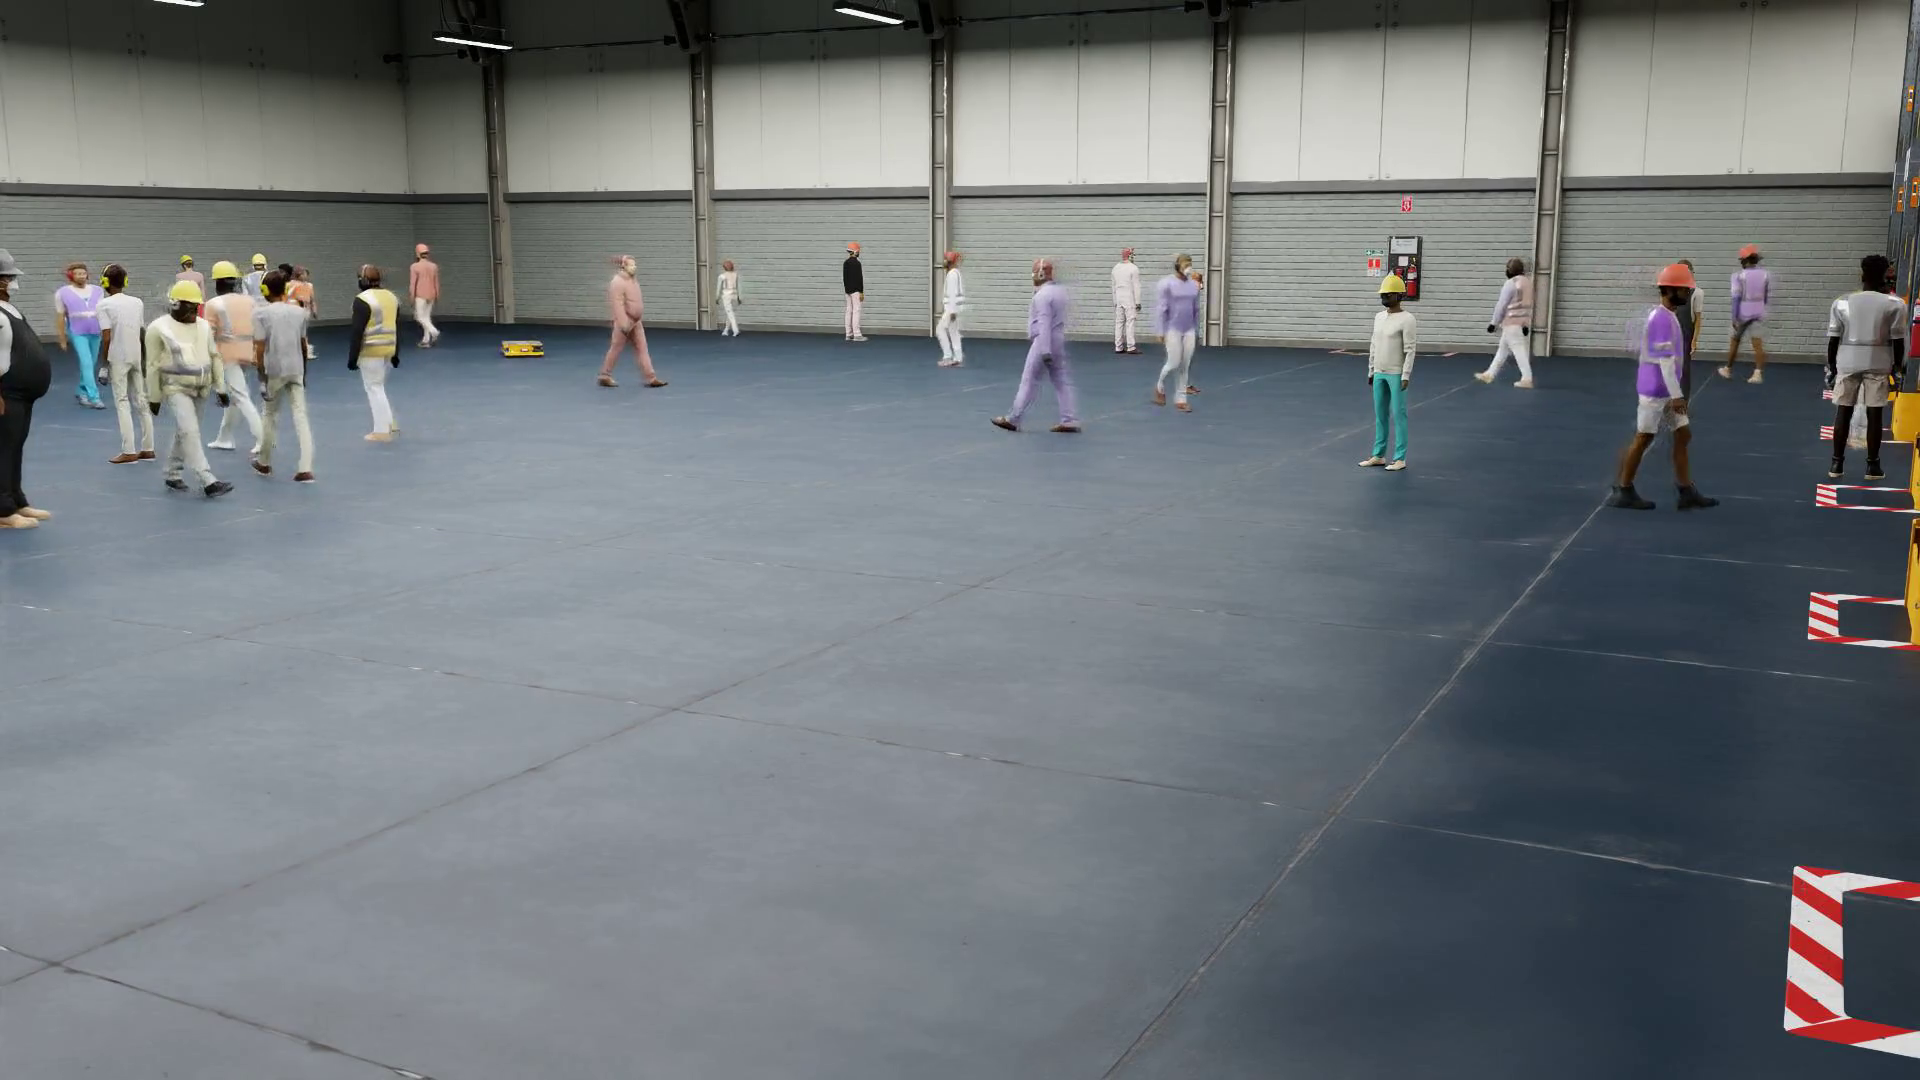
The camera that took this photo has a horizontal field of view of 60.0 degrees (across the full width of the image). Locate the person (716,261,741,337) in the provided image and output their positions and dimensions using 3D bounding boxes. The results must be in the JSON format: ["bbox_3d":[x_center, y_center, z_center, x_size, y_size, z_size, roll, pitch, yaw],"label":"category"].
[{"bbox_3d":[-4.841,-5.066,34.956,0.530,1.597,0.851,-8,13,-38],"label":"person"}]

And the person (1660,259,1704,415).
[{"bbox_3d":[8.441,-2.368,19.581,0.508,1.847,0.345,9,14,41],"label":"person"}]

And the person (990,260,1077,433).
[{"bbox_3d":[0.834,-2.087,18.006,0.976,1.862,0.649,5,11,24],"label":"person"}]

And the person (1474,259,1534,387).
[{"bbox_3d":[7.768,-3.066,23.532,0.964,1.792,0.621,9,14,40],"label":"person"}]

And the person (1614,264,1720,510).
[{"bbox_3d":[5.506,-1.148,12.769,0.865,1.903,0.555,7,12,32],"label":"person"}]

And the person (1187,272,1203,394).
[{"bbox_3d":[3.133,-2.794,22.479,0.286,1.634,0.500,4,11,20],"label":"person"}]

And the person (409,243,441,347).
[{"bbox_3d":[-10.147,-4.641,31.624,0.678,1.972,0.628,7,12,33],"label":"person"}]

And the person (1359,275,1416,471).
[{"bbox_3d":[3.915,-1.518,15.161,0.311,1.769,0.522,-6,12,-29],"label":"person"}]

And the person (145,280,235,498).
[{"bbox_3d":[-6.316,-1.232,13.629,0.927,1.770,0.590,4,11,22],"label":"person"}]

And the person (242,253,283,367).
[{"bbox_3d":[-11.287,-3.716,26.956,0.590,1.835,0.404,-3,11,-18],"label":"person"}]

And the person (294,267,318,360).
[{"bbox_3d":[-11.372,-3.901,28.638,0.859,1.590,0.538,7,12,32],"label":"person"}]

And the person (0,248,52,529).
[{"bbox_3d":[-6.956,-1.112,12.195,0.536,2.000,0.688,-3,11,-17],"label":"person"}]

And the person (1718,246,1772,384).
[{"bbox_3d":[11.419,-3.263,24.123,0.606,1.977,1.089,0,10,1],"label":"person"}]

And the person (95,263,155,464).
[{"bbox_3d":[-7.839,-1.645,15.570,0.327,1.871,0.514,4,11,23],"label":"person"}]

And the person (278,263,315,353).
[{"bbox_3d":[-11.307,-3.875,28.290,0.551,1.664,0.715,5,12,27],"label":"person"}]

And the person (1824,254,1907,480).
[{"bbox_3d":[7.921,-1.510,14.567,0.613,1.965,0.361,7,13,34],"label":"person"}]

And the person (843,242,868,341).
[{"bbox_3d":[-2.140,-5.039,33.729,0.375,1.997,0.612,-8,13,-35],"label":"person"}]

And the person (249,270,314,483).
[{"bbox_3d":[-5.935,-1.426,14.510,0.515,1.827,0.947,-9,14,-41],"label":"person"}]

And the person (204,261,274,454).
[{"bbox_3d":[-7.110,-1.785,16.311,0.971,1.885,0.602,5,11,24],"label":"person"}]

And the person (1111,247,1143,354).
[{"bbox_3d":[3.023,-4.293,29.907,0.410,1.909,0.643,-9,14,-40],"label":"person"}]

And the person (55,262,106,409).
[{"bbox_3d":[-10.870,-2.538,20.619,0.914,1.809,0.571,7,13,34],"label":"person"}]

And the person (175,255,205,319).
[{"bbox_3d":[-14.334,-4.422,31.002,0.331,1.765,0.523,10,14,42],"label":"person"}]

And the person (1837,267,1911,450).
[{"bbox_3d":[9.065,-1.784,16.449,0.651,1.820,0.651,0,10,2],"label":"person"}]

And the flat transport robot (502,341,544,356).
[{"bbox_3d":[-7.787,-3.415,29.583,0.652,0.197,1.431,-3,11,-17],"label":"flat transport robot"}]

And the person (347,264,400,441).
[{"bbox_3d":[-6.089,-1.924,17.217,0.485,1.829,0.634,2,11,11],"label":"person"}]

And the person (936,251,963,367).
[{"bbox_3d":[-0.207,-3.728,26.936,0.580,1.862,0.600,1,10,4],"label":"person"}]

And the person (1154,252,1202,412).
[{"bbox_3d":[2.633,-2.508,20.123,0.648,1.928,0.508,-6,12,-29],"label":"person"}]

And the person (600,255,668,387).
[{"bbox_3d":[-4.651,-3.053,23.304,1.017,1.854,0.661,4,11,20],"label":"person"}]
